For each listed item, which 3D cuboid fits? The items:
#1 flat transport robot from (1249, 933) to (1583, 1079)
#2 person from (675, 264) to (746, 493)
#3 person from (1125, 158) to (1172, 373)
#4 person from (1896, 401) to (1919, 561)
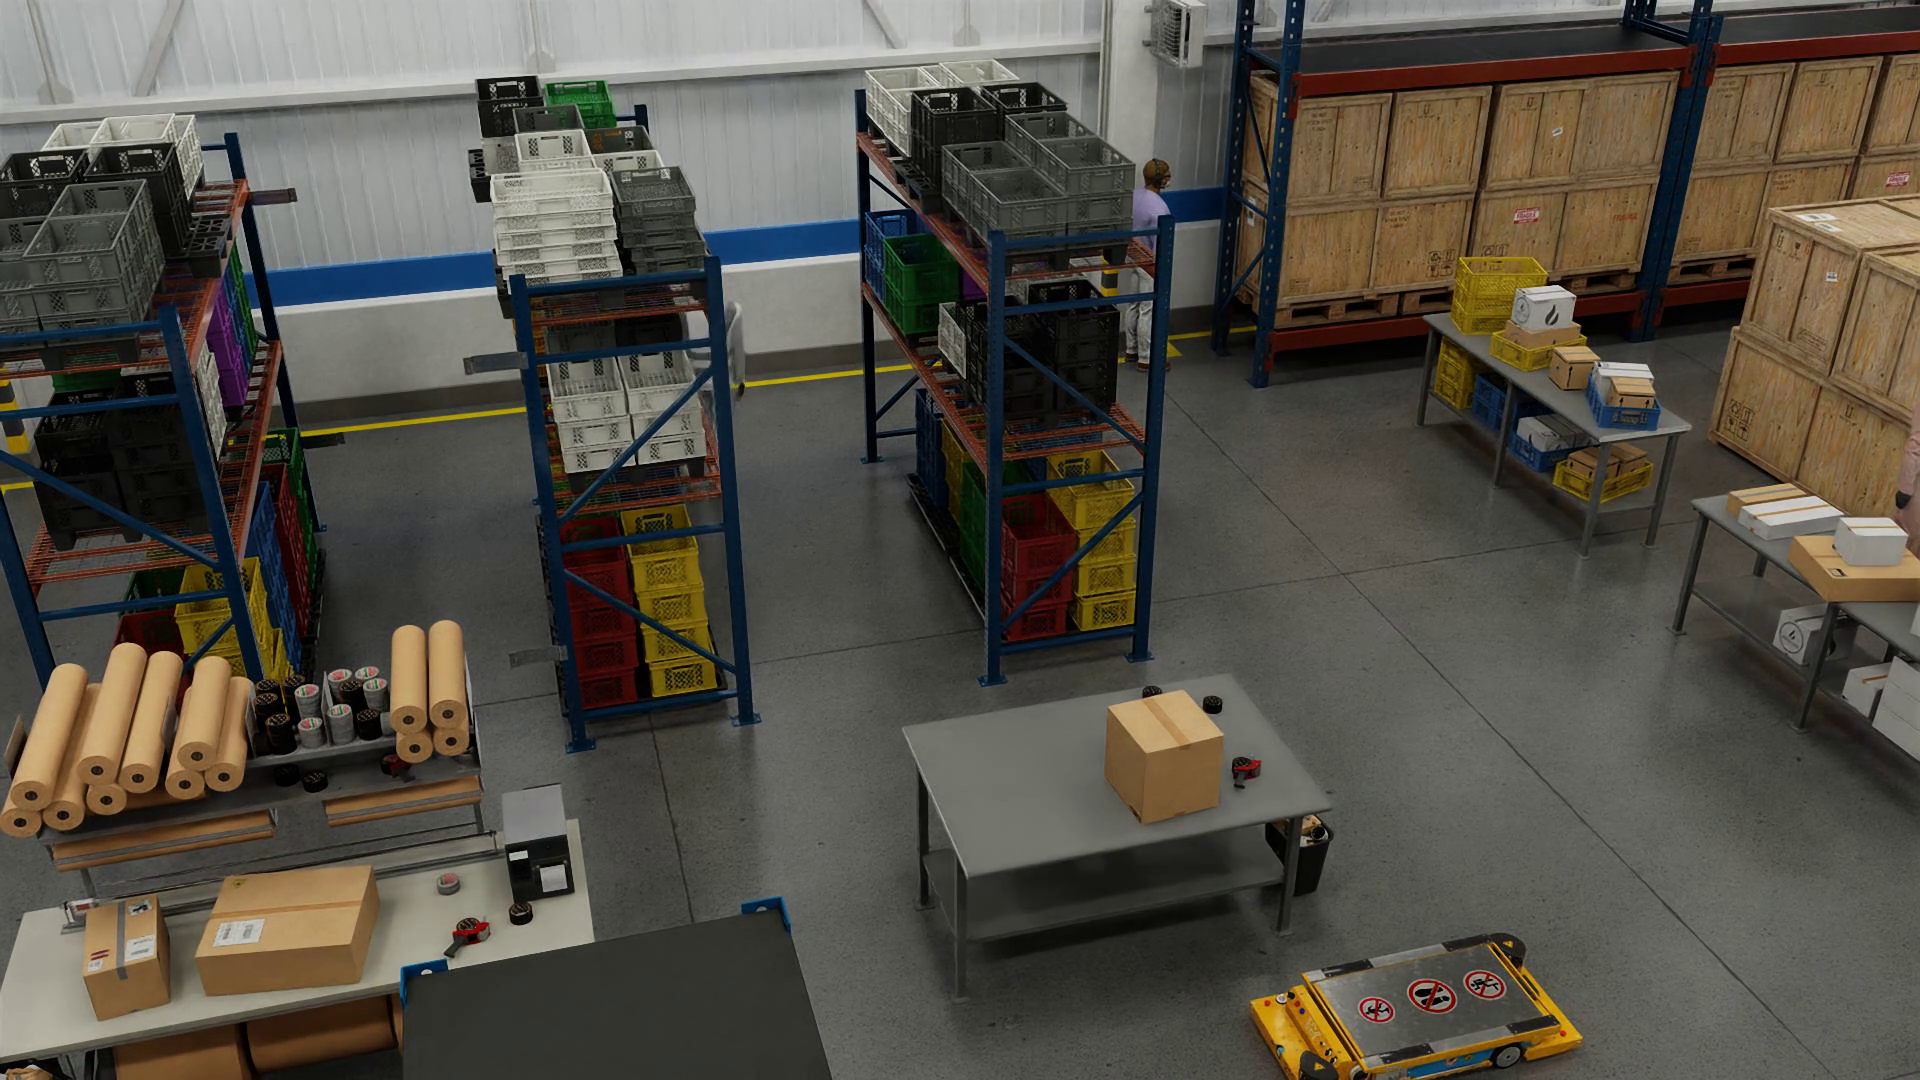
[{"bbox_3d":[2.184,2.282,7.980,1.431,0.197,0.652,-8,30,-14],"label":"flat transport robot"},{"bbox_3d":[-1.922,-1.197,12.673,0.593,1.860,0.557,-1,29,-1],"label":"person"},{"bbox_3d":[1.697,-2.458,14.888,0.372,1.940,0.630,-9,30,-16],"label":"person"},{"bbox_3d":[6.591,-0.368,11.116,0.646,1.907,0.401,-3,29,-6],"label":"person"}]
